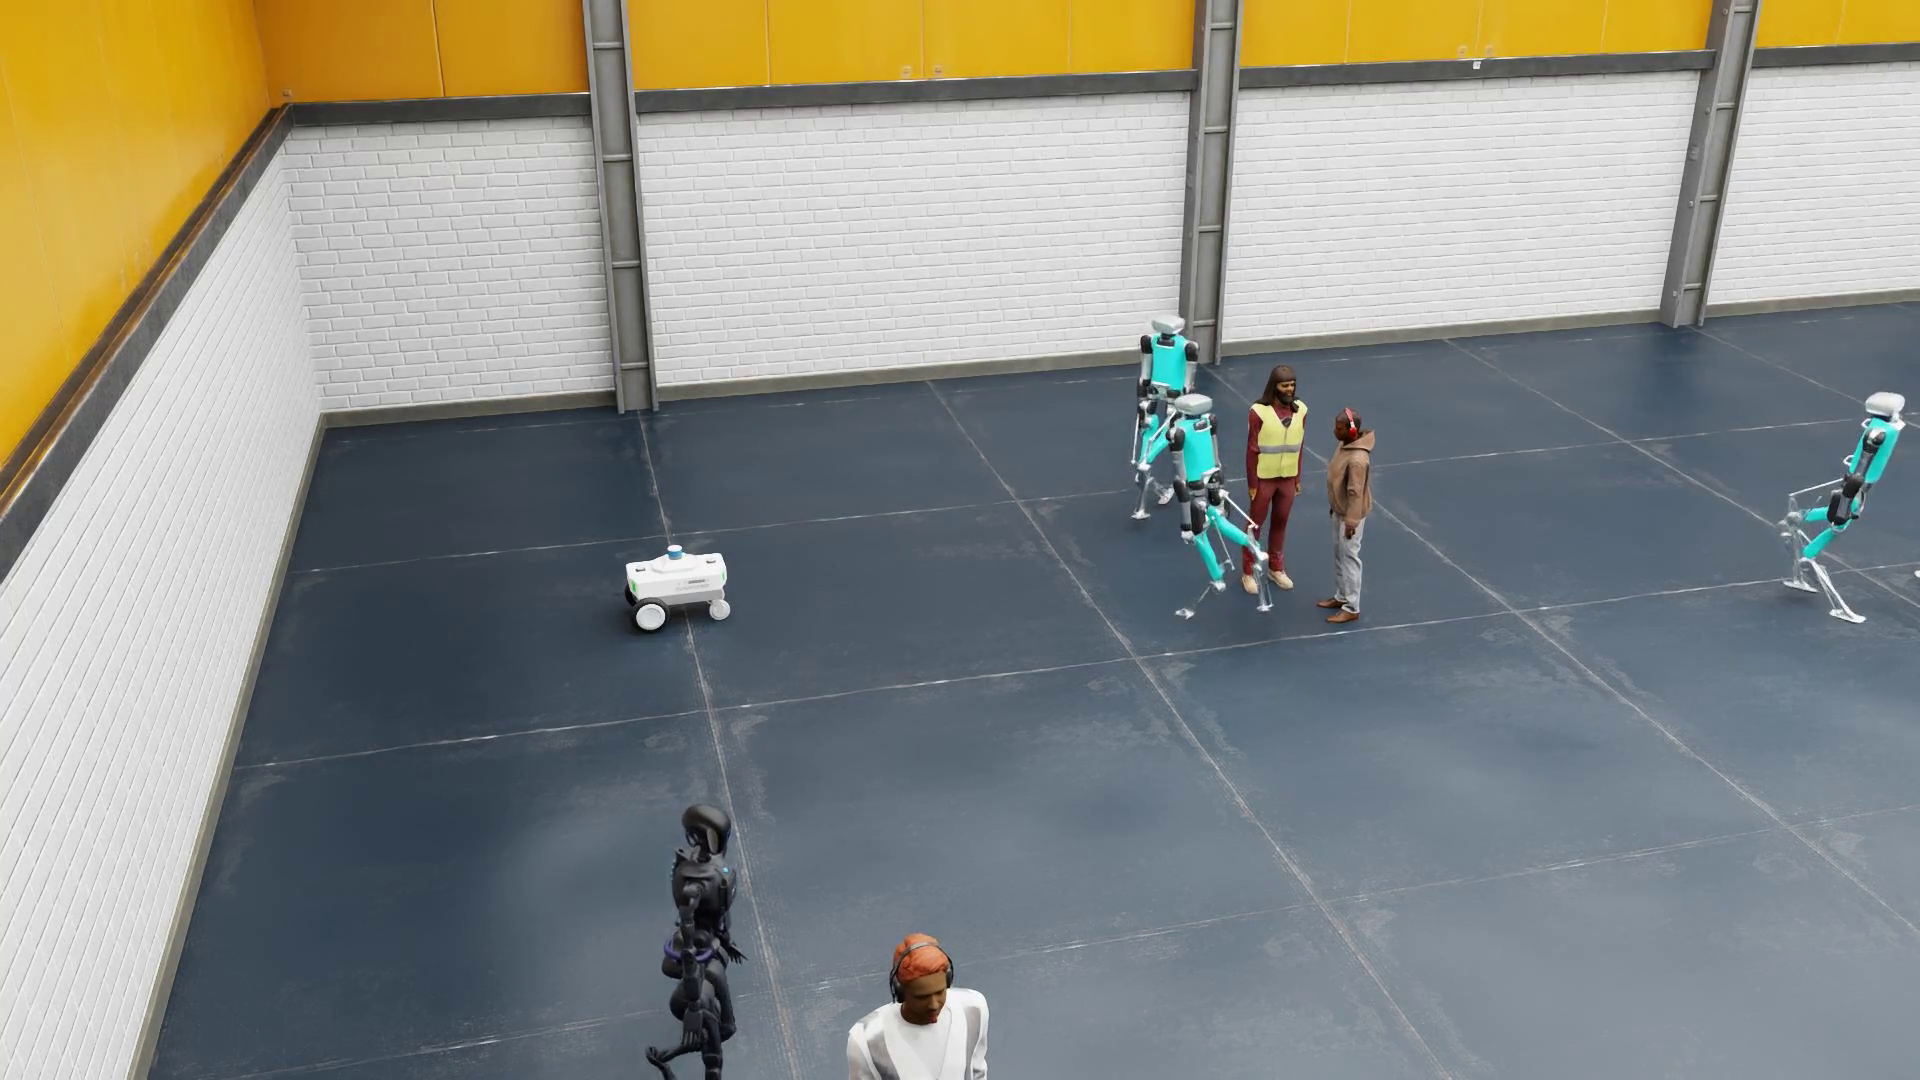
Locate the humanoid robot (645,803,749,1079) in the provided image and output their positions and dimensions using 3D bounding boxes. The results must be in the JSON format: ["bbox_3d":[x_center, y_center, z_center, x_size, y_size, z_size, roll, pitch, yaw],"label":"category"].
[{"bbox_3d":[-1.207,1.880,7.346,0.510,1.637,0.612,3,24,7],"label":"humanoid robot"}]

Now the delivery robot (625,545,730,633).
[{"bbox_3d":[-2.105,0.340,12.251,0.804,0.610,0.499,-7,25,-15],"label":"delivery robot"}]

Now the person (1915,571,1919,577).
[{"bbox_3d":[7.606,-0.459,12.572,0.360,1.752,0.543,-4,24,-8],"label":"person"}]

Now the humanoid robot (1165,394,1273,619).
[{"bbox_3d":[1.938,-0.102,11.866,1.014,1.765,0.534,20,31,37],"label":"humanoid robot"}]

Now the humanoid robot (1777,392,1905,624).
[{"bbox_3d":[6.343,-0.272,12.179,0.881,1.783,0.568,20,31,38],"label":"humanoid robot"}]

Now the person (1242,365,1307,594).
[{"bbox_3d":[2.362,-0.465,12.556,0.469,1.769,0.378,-8,25,-18],"label":"person"}]

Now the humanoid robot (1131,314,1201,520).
[{"bbox_3d":[1.564,-0.922,13.692,0.540,1.764,1.025,17,29,33],"label":"humanoid robot"}]

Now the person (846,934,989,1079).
[{"bbox_3d":[-0.138,2.274,6.196,0.573,1.882,0.356,-13,27,-27],"label":"person"}]

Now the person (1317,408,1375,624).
[{"bbox_3d":[2.810,-0.179,12.067,0.326,1.641,0.452,-1,24,-3],"label":"person"}]
